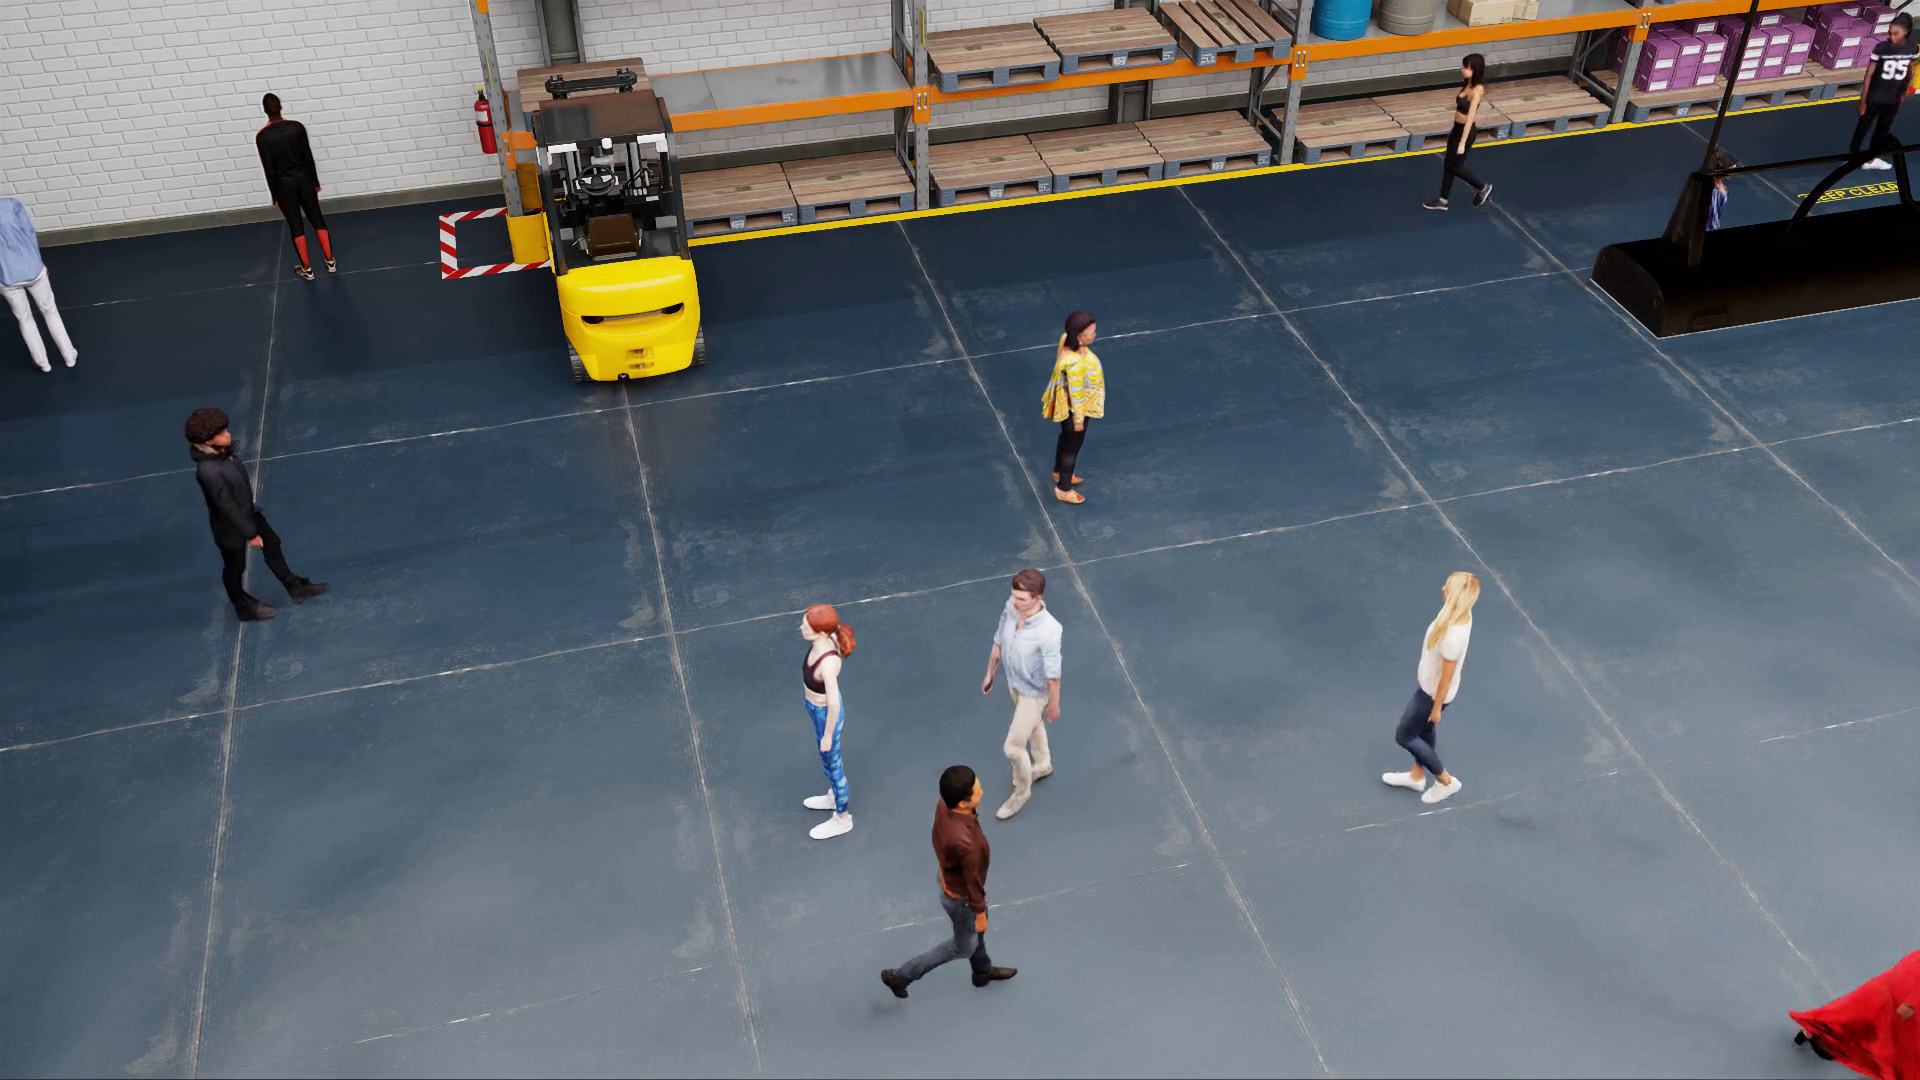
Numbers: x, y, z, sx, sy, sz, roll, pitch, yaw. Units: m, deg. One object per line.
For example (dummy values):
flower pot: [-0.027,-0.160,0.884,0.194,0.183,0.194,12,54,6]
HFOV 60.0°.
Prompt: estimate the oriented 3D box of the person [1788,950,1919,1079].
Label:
person: [4.839,2.260,8.549,1.194,1.733,1.186,23,44,26]

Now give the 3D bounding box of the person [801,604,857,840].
person: [-0.804,1.075,9.991,0.590,1.785,0.568,-7,39,-9]

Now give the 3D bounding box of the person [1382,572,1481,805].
person: [3.003,0.928,10.155,0.842,1.801,0.771,13,40,15]

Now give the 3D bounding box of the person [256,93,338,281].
person: [-6.176,-3.291,15.432,0.608,1.808,0.751,-26,45,-29]

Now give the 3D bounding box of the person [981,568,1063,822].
person: [0.499,0.858,10.219,0.841,1.830,0.762,-18,42,-21]

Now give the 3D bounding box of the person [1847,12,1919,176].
person: [9.515,-4.571,17.100,0.639,1.726,0.922,-6,39,-7]

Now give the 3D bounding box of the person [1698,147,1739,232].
person: [6.543,-2.749,14.926,1.004,1.592,0.944,20,43,23]

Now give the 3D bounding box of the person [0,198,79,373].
person: [-7.992,-2.289,14.118,0.628,1.881,0.770,-20,43,-23]

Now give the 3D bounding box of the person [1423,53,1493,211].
person: [5.048,-4.004,16.465,0.920,1.632,0.688,-1,39,-1]

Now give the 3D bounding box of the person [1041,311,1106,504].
person: [0.859,-1.029,12.725,0.801,1.651,0.764,-3,39,-3]

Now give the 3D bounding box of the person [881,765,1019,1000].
person: [-0.071,1.905,8.964,1.037,1.761,0.701,-7,39,-9]

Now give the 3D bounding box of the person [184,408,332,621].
person: [-5.119,-0.145,11.537,0.912,1.752,0.699,-5,39,-6]
